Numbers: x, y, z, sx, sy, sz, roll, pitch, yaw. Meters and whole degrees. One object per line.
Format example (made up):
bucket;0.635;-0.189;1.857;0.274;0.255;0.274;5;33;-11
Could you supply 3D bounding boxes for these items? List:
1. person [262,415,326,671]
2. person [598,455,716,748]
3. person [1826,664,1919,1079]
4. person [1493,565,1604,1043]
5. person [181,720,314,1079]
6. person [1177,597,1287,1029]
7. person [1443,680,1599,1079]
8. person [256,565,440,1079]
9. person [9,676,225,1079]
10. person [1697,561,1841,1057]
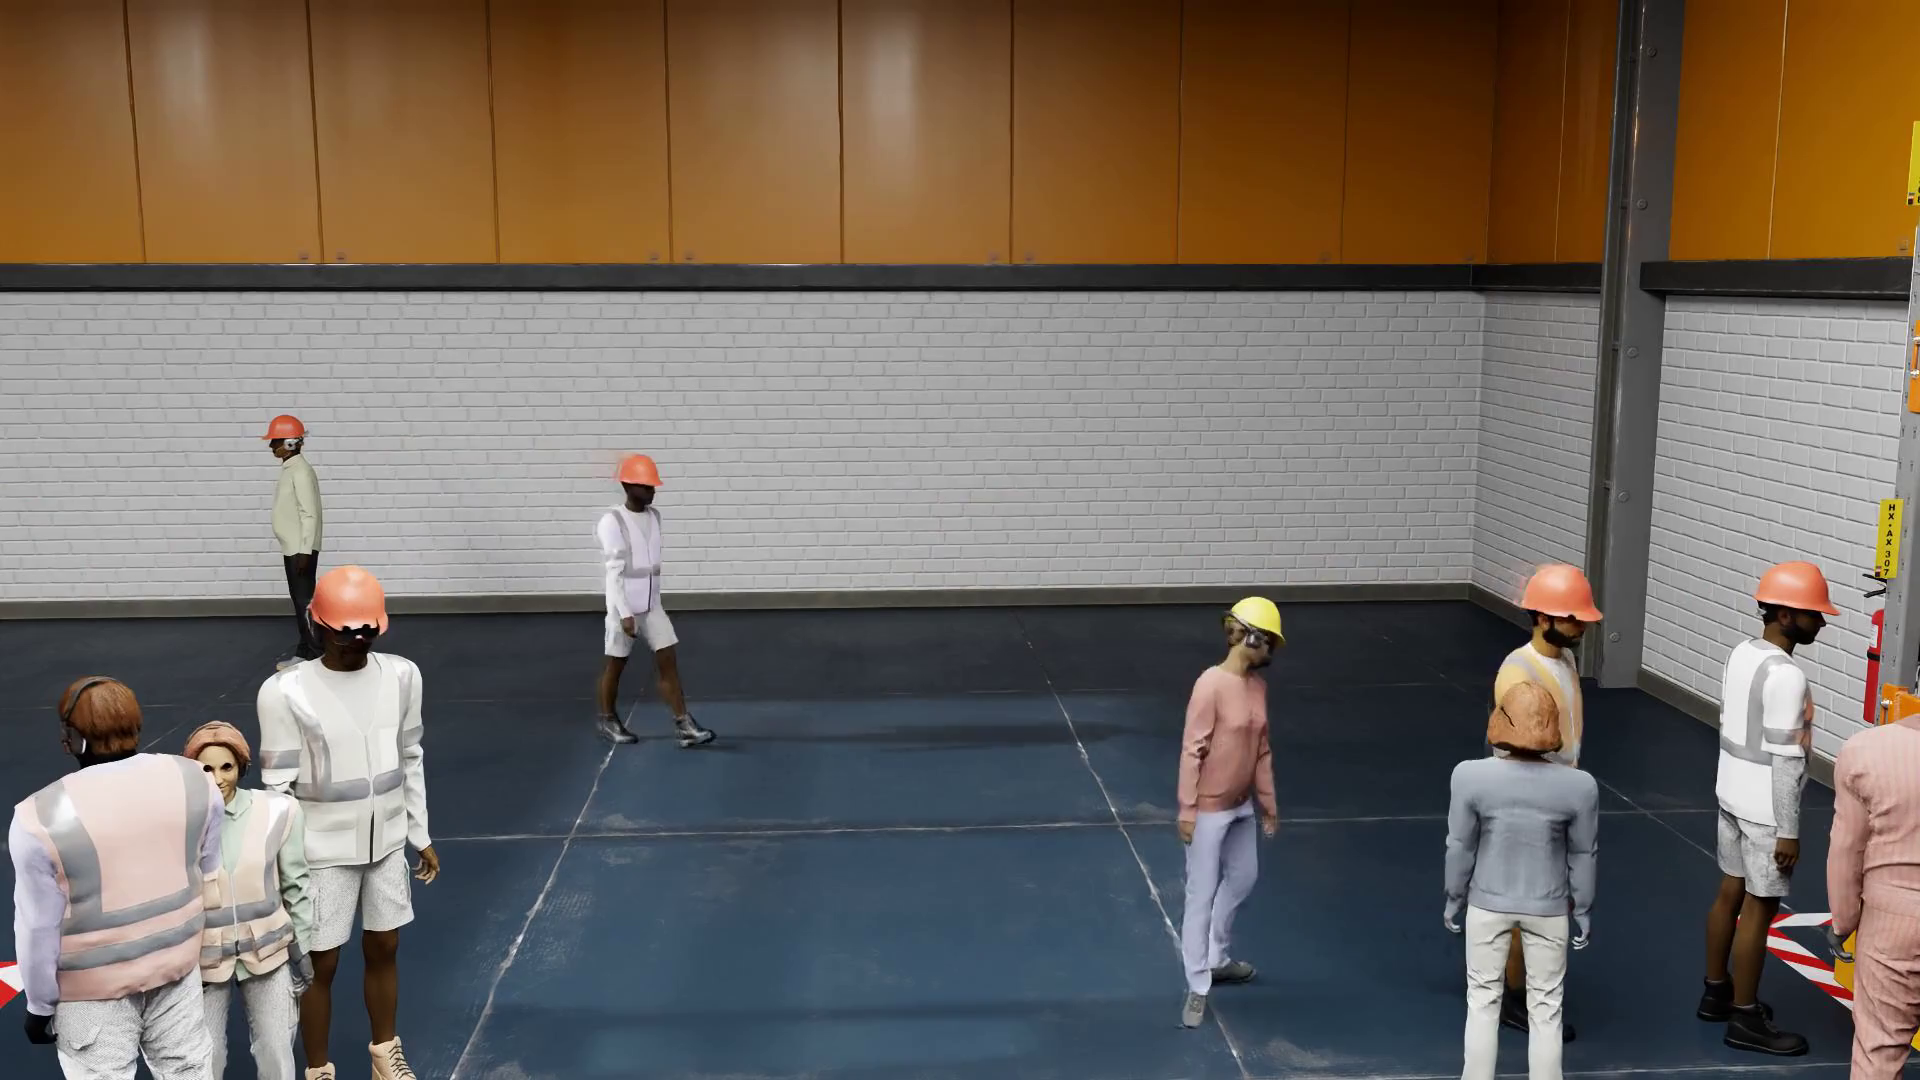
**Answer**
person;-5.003;0.051;12.538;0.387;1.992;0.626;-5;11;-31
person;-1.979;0.415;10.567;0.945;1.894;0.555;6;11;35
person;3.127;1.244;5.327;0.641;1.908;0.407;5;11;31
person;2.291;1.041;6.554;0.412;1.924;0.554;9;13;44
person;-2.350;1.376;5.369;0.509;1.629;0.316;-5;10;-30
person;1.081;1.102;6.818;0.326;1.723;0.638;8;12;42
person;1.957;1.298;5.834;0.507;1.633;0.274;3;9;17
person;-2.138;1.089;5.906;0.391;2.033;0.605;8;12;42
person;-2.558;1.315;5.085;0.429;1.844;0.627;7;11;37
person;3.184;1.035;6.546;0.374;1.934;0.548;1;9;5
